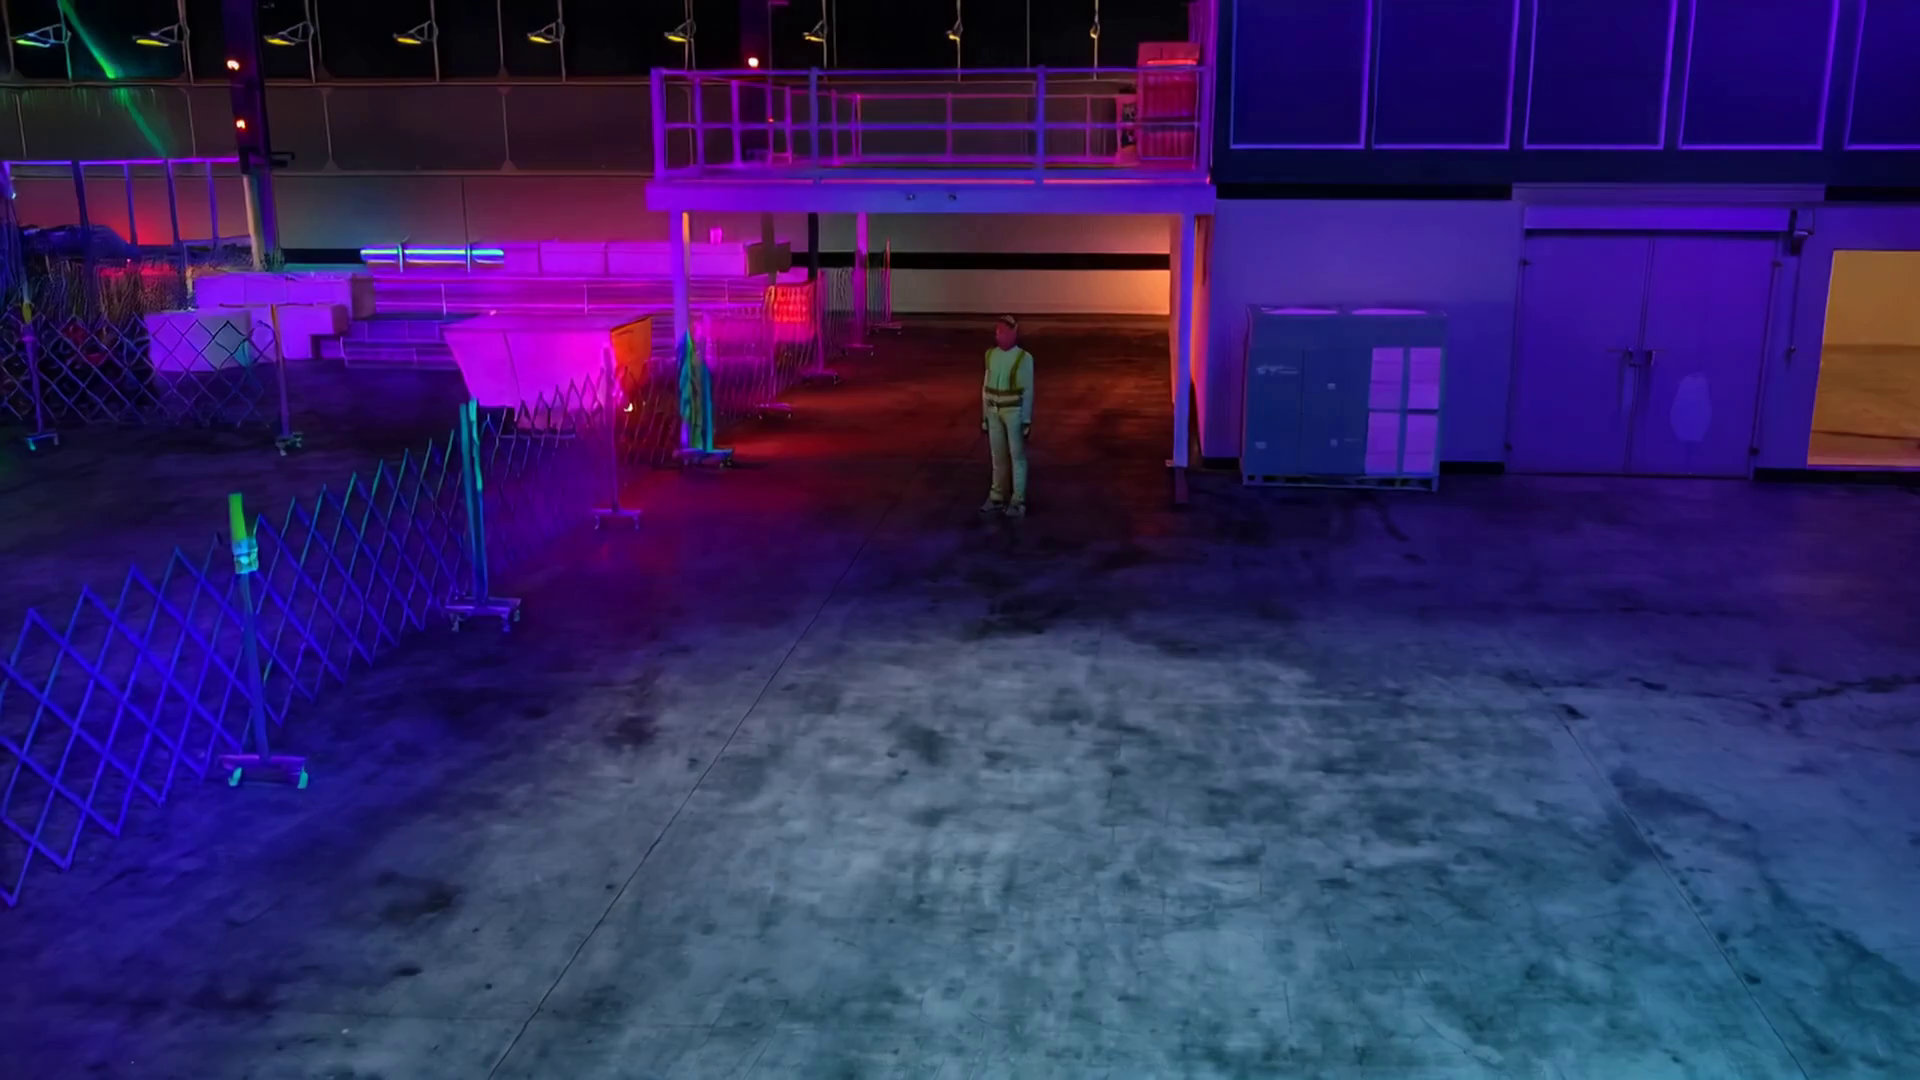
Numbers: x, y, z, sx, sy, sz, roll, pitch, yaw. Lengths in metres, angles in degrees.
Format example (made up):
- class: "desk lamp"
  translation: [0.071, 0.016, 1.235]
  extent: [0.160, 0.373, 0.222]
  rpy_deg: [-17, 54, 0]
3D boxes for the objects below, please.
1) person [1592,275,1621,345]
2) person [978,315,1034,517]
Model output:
- class: "person"
  translation: [7.965, -2.451, 20.831]
  extent: [0.432, 1.894, 0.670]
  rpy_deg: [-8, 16, -29]
- class: "person"
  translation: [0.433, -1.166, 15.634]
  extent: [0.575, 1.883, 0.355]
  rpy_deg: [11, 18, 39]
